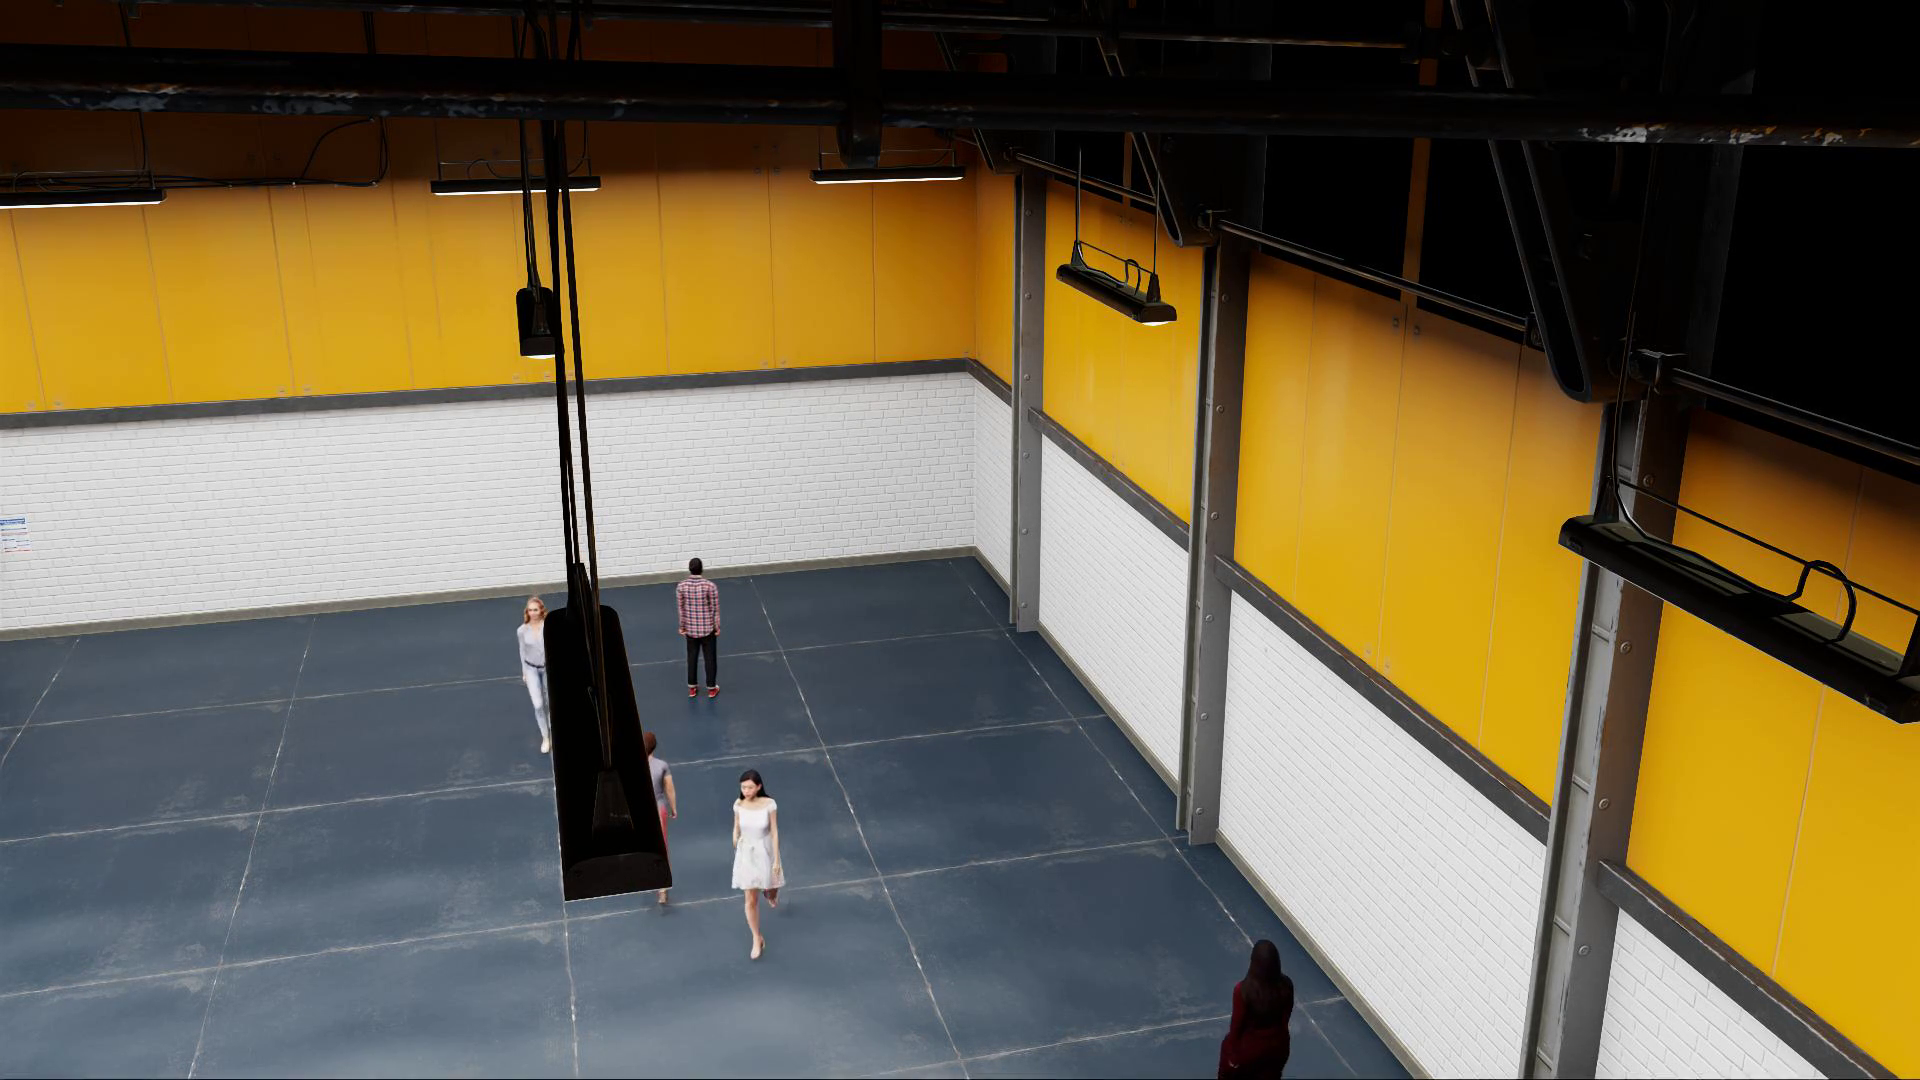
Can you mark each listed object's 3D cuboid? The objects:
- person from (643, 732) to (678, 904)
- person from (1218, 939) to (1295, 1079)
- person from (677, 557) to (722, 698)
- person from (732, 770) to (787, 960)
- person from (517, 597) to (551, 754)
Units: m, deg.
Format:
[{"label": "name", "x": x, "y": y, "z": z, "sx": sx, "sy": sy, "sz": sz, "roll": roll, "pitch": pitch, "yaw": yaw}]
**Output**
[{"label": "person", "x": -2.889, "y": 2.631, "z": 15.618, "sx": 0.611, "sy": 1.615, "sz": 1.135, "roll": -4, "pitch": 19, "yaw": -13}, {"label": "person", "x": 2.212, "y": 3.754, "z": 12.091, "sx": 0.691, "sy": 1.738, "sz": 0.771, "roll": -6, "pitch": 20, "yaw": -18}, {"label": "person", "x": -3.136, "y": 1.048, "z": 20.097, "sx": 0.757, "sy": 1.758, "sz": 0.728, "roll": 3, "pitch": 19, "yaw": 8}, {"label": "person", "x": -1.782, "y": 2.831, "z": 14.806, "sx": 0.837, "sy": 1.755, "sz": 1.063, "roll": 2, "pitch": 19, "yaw": 6}, {"label": "person", "x": -4.734, "y": 1.471, "z": 18.805, "sx": 0.684, "sy": 1.781, "sz": 1.007, "roll": -2, "pitch": 19, "yaw": -6}]
